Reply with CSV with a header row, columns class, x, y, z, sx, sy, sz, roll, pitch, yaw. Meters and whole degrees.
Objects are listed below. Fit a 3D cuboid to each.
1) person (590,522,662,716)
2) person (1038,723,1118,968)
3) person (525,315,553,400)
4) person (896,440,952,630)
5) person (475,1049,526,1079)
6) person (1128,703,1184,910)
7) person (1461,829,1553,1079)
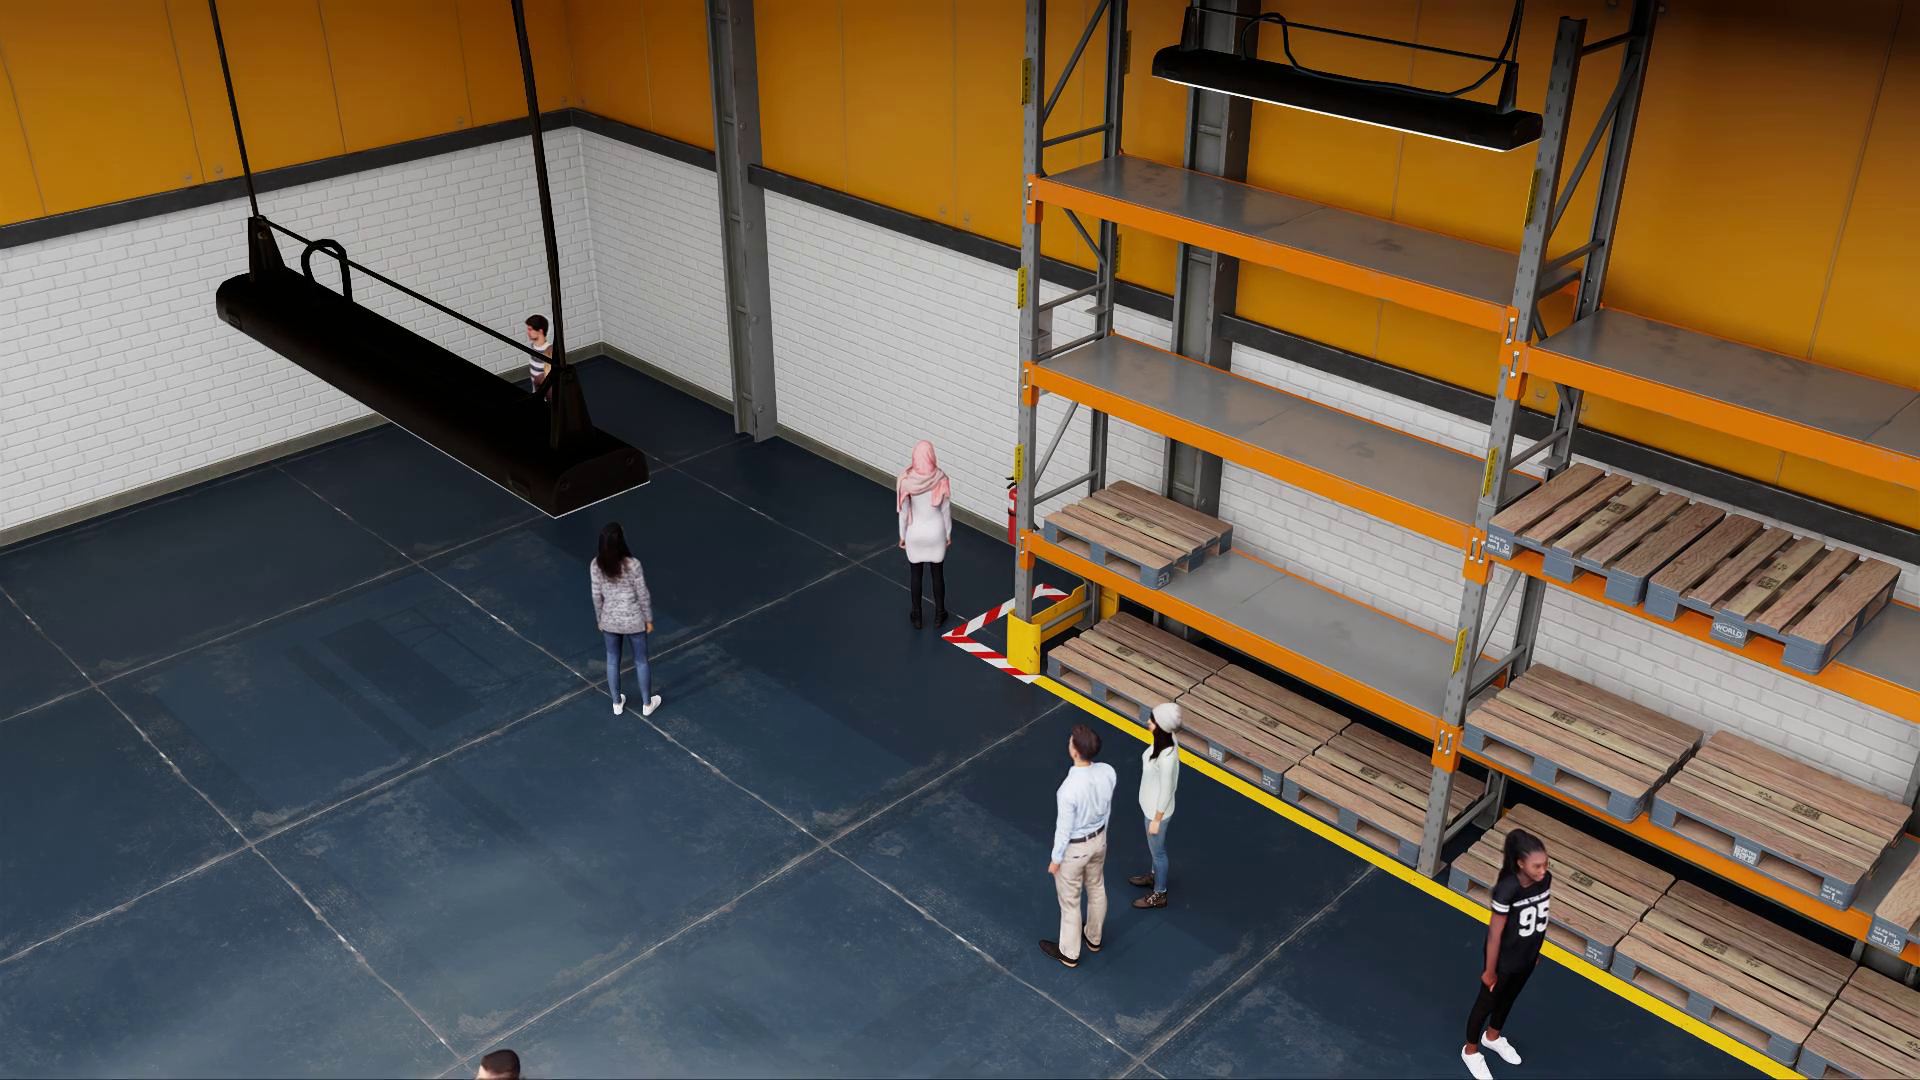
class,x,y,z,sx,sy,sz,roll,pitch,yaw
person,-2.721,0.636,13.420,0.666,1.732,0.748,3,29,5
person,0.784,1.984,10.829,0.653,1.848,0.613,-22,36,-35
person,-4.220,-1.449,17.118,0.719,1.852,0.478,-23,36,-35
person,-0.305,-0.050,14.603,0.734,1.803,0.788,-1,29,-2
person,-2.262,3.282,8.540,0.749,1.761,0.608,-12,31,-20
person,1.354,1.798,11.380,0.695,1.645,0.641,1,29,2
person,3.322,2.491,10.023,0.657,1.729,0.618,-17,33,-29
